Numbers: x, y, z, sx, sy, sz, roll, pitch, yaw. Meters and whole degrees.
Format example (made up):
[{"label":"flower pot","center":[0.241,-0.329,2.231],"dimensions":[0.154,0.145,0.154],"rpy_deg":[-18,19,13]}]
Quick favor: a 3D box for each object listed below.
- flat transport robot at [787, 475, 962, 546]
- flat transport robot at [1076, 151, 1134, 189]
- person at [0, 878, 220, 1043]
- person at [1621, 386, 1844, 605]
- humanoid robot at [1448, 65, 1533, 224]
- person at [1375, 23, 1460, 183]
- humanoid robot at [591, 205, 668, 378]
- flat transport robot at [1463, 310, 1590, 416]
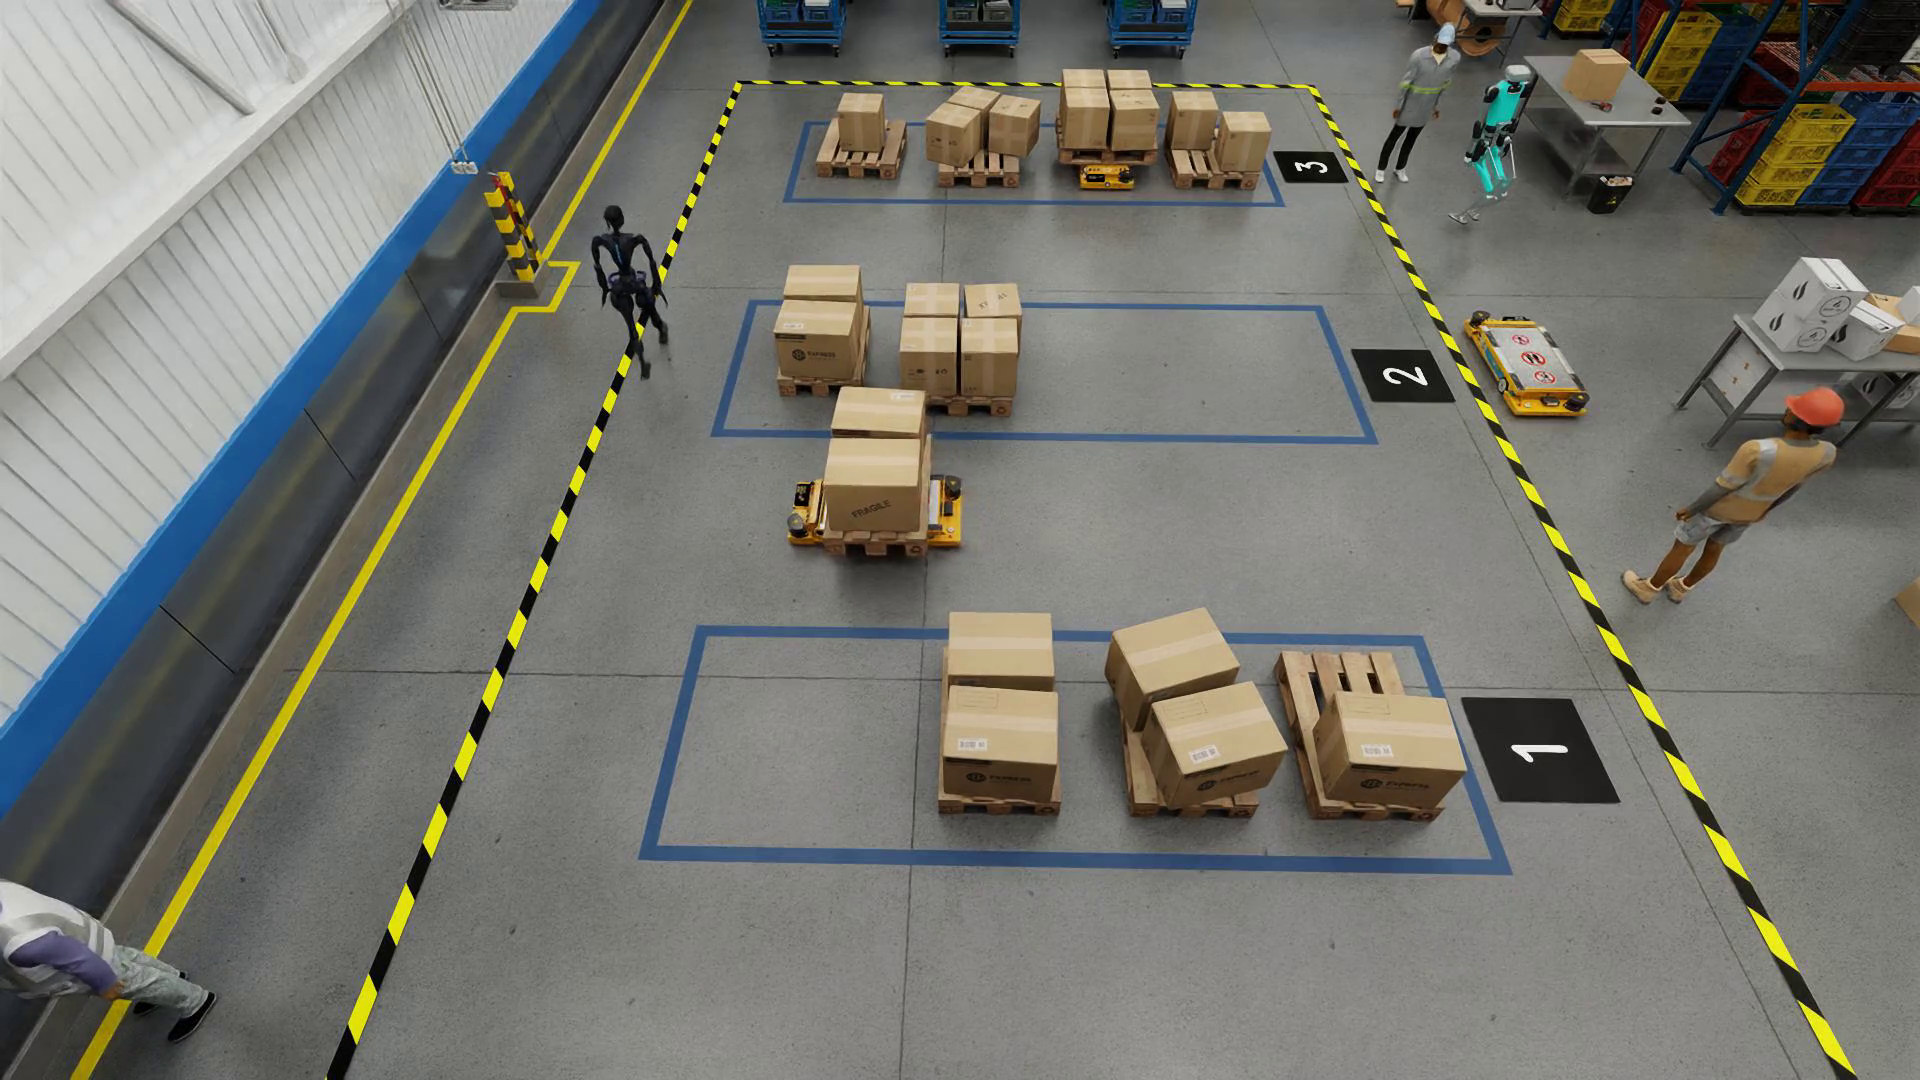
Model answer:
[{"label":"flat transport robot","center":[-0.706,-0.264,7.744],"dimensions":[1.431,0.197,0.652],"rpy_deg":[1,49,1]},{"label":"flat transport robot","center":[1.845,-4.982,11.827],"dimensions":[0.652,0.197,1.431],"rpy_deg":[1,49,1]},{"label":"person","center":[-4.527,2.135,4.651],"dimensions":[0.598,1.830,0.403],"rpy_deg":[22,53,18]},{"label":"person","center":[5.538,-0.266,6.591],"dimensions":[0.614,2.041,0.378],"rpy_deg":[0,49,0]},{"label":"humanoid robot","center":[5.999,-4.302,10.197],"dimensions":[0.533,1.677,0.735],"rpy_deg":[-11,50,-10]},{"label":"person","center":[5.507,-5.214,11.001],"dimensions":[0.587,1.849,0.396],"rpy_deg":[0,49,0]},{"label":"humanoid robot","center":[-3.137,-2.408,8.719],"dimensions":[0.608,1.622,0.785],"rpy_deg":[-7,50,-6]},{"label":"flat transport robot","center":[5.573,-1.757,9.054],"dimensions":[0.659,0.231,1.431],"rpy_deg":[1,49,1]}]
